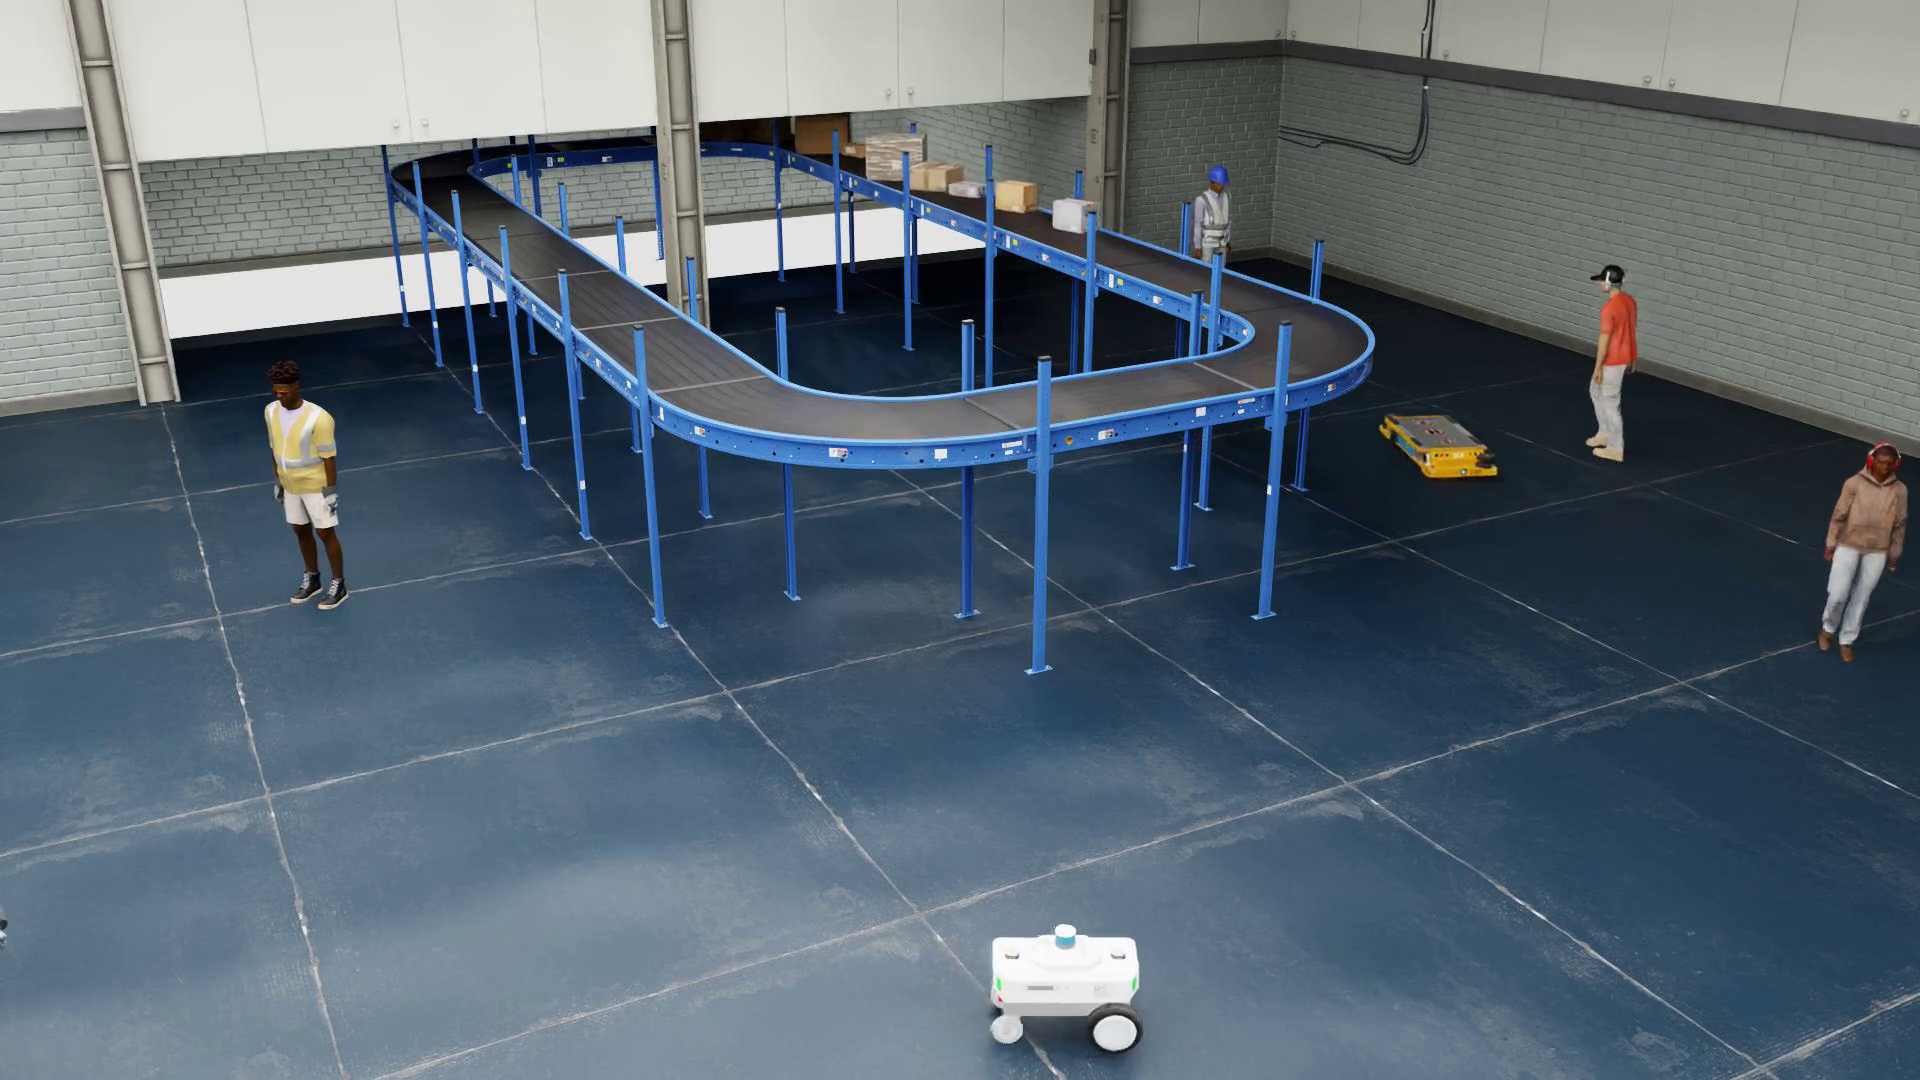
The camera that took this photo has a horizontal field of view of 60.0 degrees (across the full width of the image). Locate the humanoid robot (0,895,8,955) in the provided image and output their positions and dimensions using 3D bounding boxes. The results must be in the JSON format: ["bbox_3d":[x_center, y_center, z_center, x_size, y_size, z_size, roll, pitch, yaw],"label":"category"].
[{"bbox_3d":[-4.650,1.767,7.511,0.961,1.727,0.554,16,27,35],"label":"humanoid robot"}]

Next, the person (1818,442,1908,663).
[{"bbox_3d":[6.420,0.086,11.817,0.487,1.639,0.393,6,23,15],"label":"person"}]

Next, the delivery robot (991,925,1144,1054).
[{"bbox_3d":[0.506,2.160,8.146,0.767,0.587,0.499,0,22,0],"label":"delivery robot"}]

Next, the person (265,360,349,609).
[{"bbox_3d":[-4.993,-0.429,12.689,0.601,1.958,0.375,9,24,21],"label":"person"}]

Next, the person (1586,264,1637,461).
[{"bbox_3d":[6.250,-1.702,15.949,0.500,1.872,0.626,-20,29,-40],"label":"person"}]

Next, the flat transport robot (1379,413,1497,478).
[{"bbox_3d":[4.632,-0.927,16.166,0.659,0.231,1.431,-2,22,-5],"label":"flat transport robot"}]

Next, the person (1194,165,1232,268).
[{"bbox_3d":[3.177,-3.734,20.888,0.616,1.936,0.413,-17,27,-35],"label":"person"}]
